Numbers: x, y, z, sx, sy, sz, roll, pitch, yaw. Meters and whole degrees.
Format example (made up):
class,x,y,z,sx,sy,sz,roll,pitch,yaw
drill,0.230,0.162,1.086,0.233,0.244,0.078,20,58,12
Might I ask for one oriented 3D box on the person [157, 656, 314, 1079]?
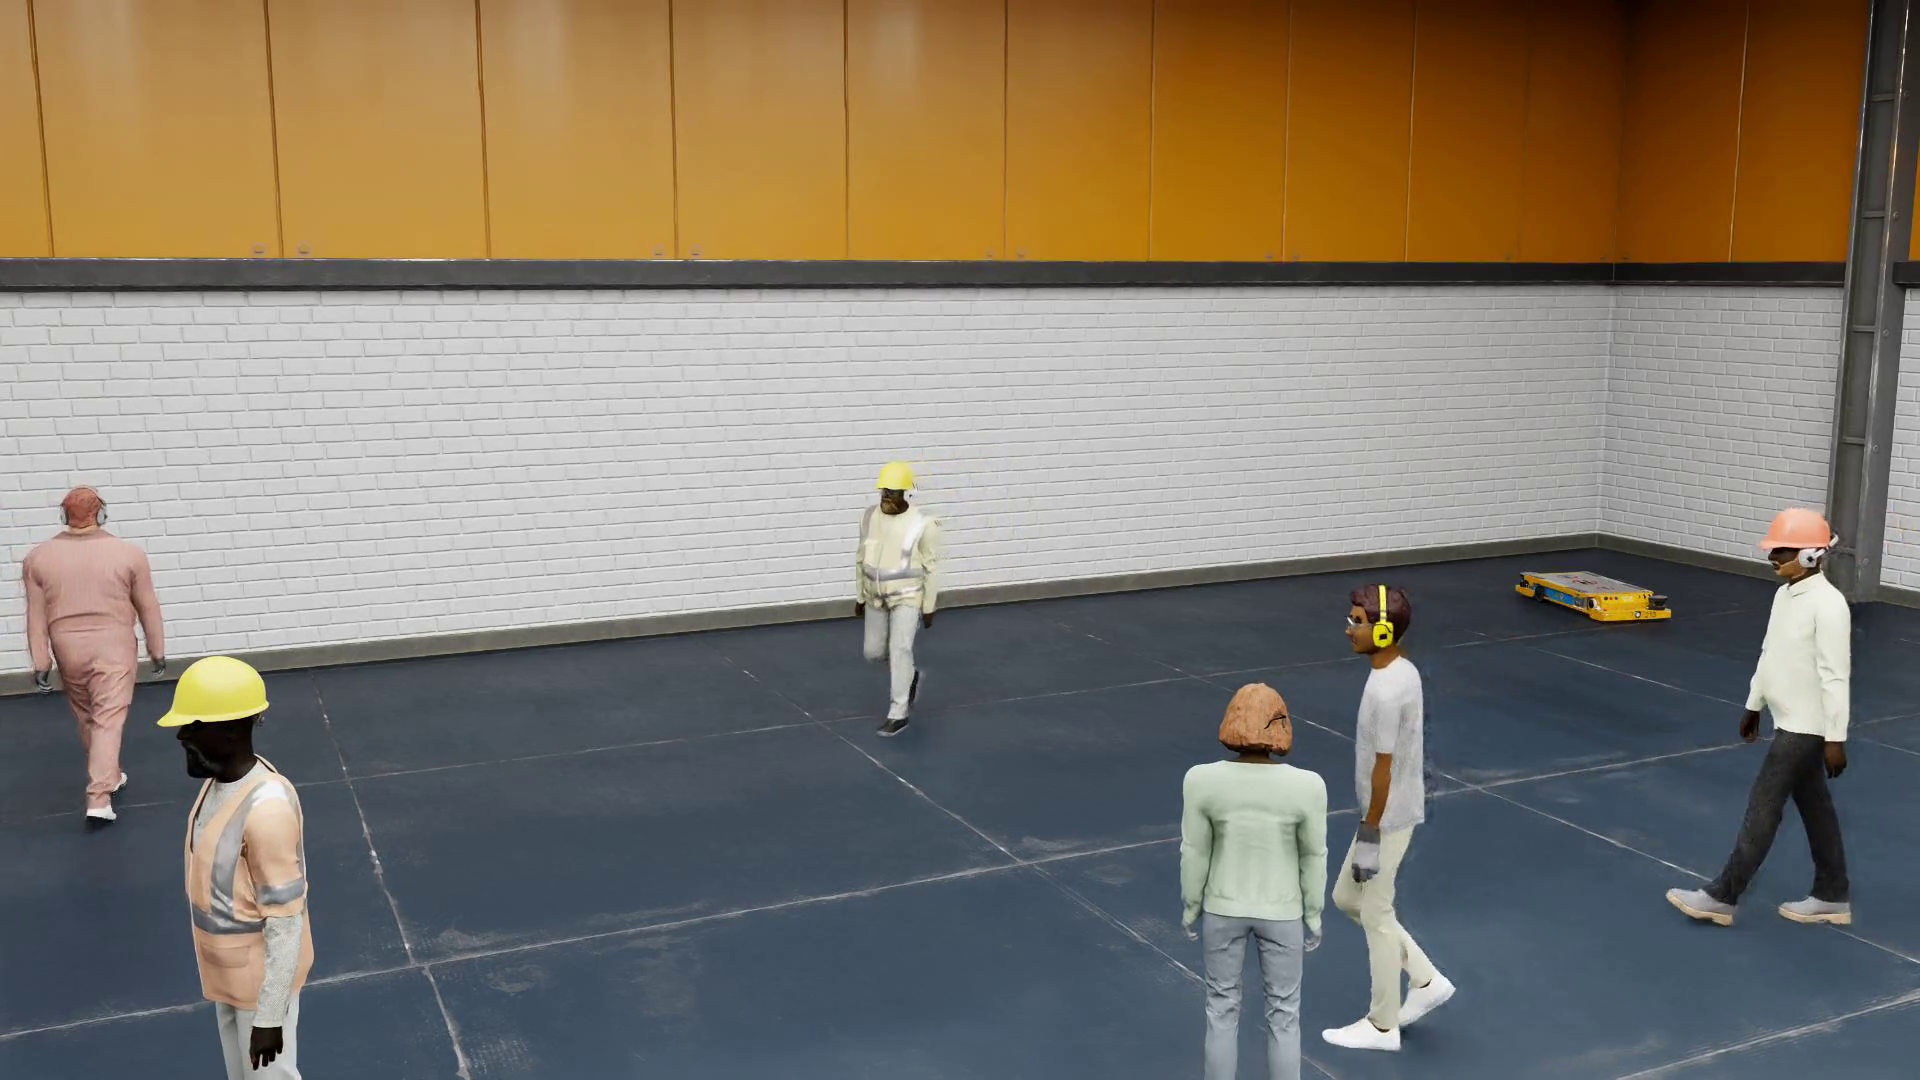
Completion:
class,x,y,z,sx,sy,sz,roll,pitch,yaw
person,-2.120,1.287,4.938,0.366,1.927,0.585,-7,12,-38

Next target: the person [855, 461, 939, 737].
class,x,y,z,sx,sy,sz,roll,pitch,yaw
person,-0.402,0.361,11.022,0.603,1.813,0.590,5,11,30

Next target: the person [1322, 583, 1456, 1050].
class,x,y,z,sx,sy,sz,roll,pitch,yaw
person,1.639,1.085,6.412,0.431,1.859,0.508,2,9,13

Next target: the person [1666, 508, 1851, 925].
class,x,y,z,sx,sy,sz,roll,pitch,yaw
person,3.746,0.824,7.706,0.939,1.951,0.662,2,9,10

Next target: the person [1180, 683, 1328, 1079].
class,x,y,z,sx,sy,sz,roll,pitch,yaw
person,1.012,1.300,5.767,0.500,1.632,0.286,2,9,14

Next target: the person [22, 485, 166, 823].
class,x,y,z,sx,sy,sz,roll,pitch,yaw
person,-4.828,0.621,9.311,0.651,1.861,1.013,-2,9,-12

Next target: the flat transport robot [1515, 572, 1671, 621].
class,x,y,z,sx,sy,sz,roll,pitch,yaw
flat transport robot,5.691,0.489,15.010,0.652,0.197,1.431,-2,9,-12
